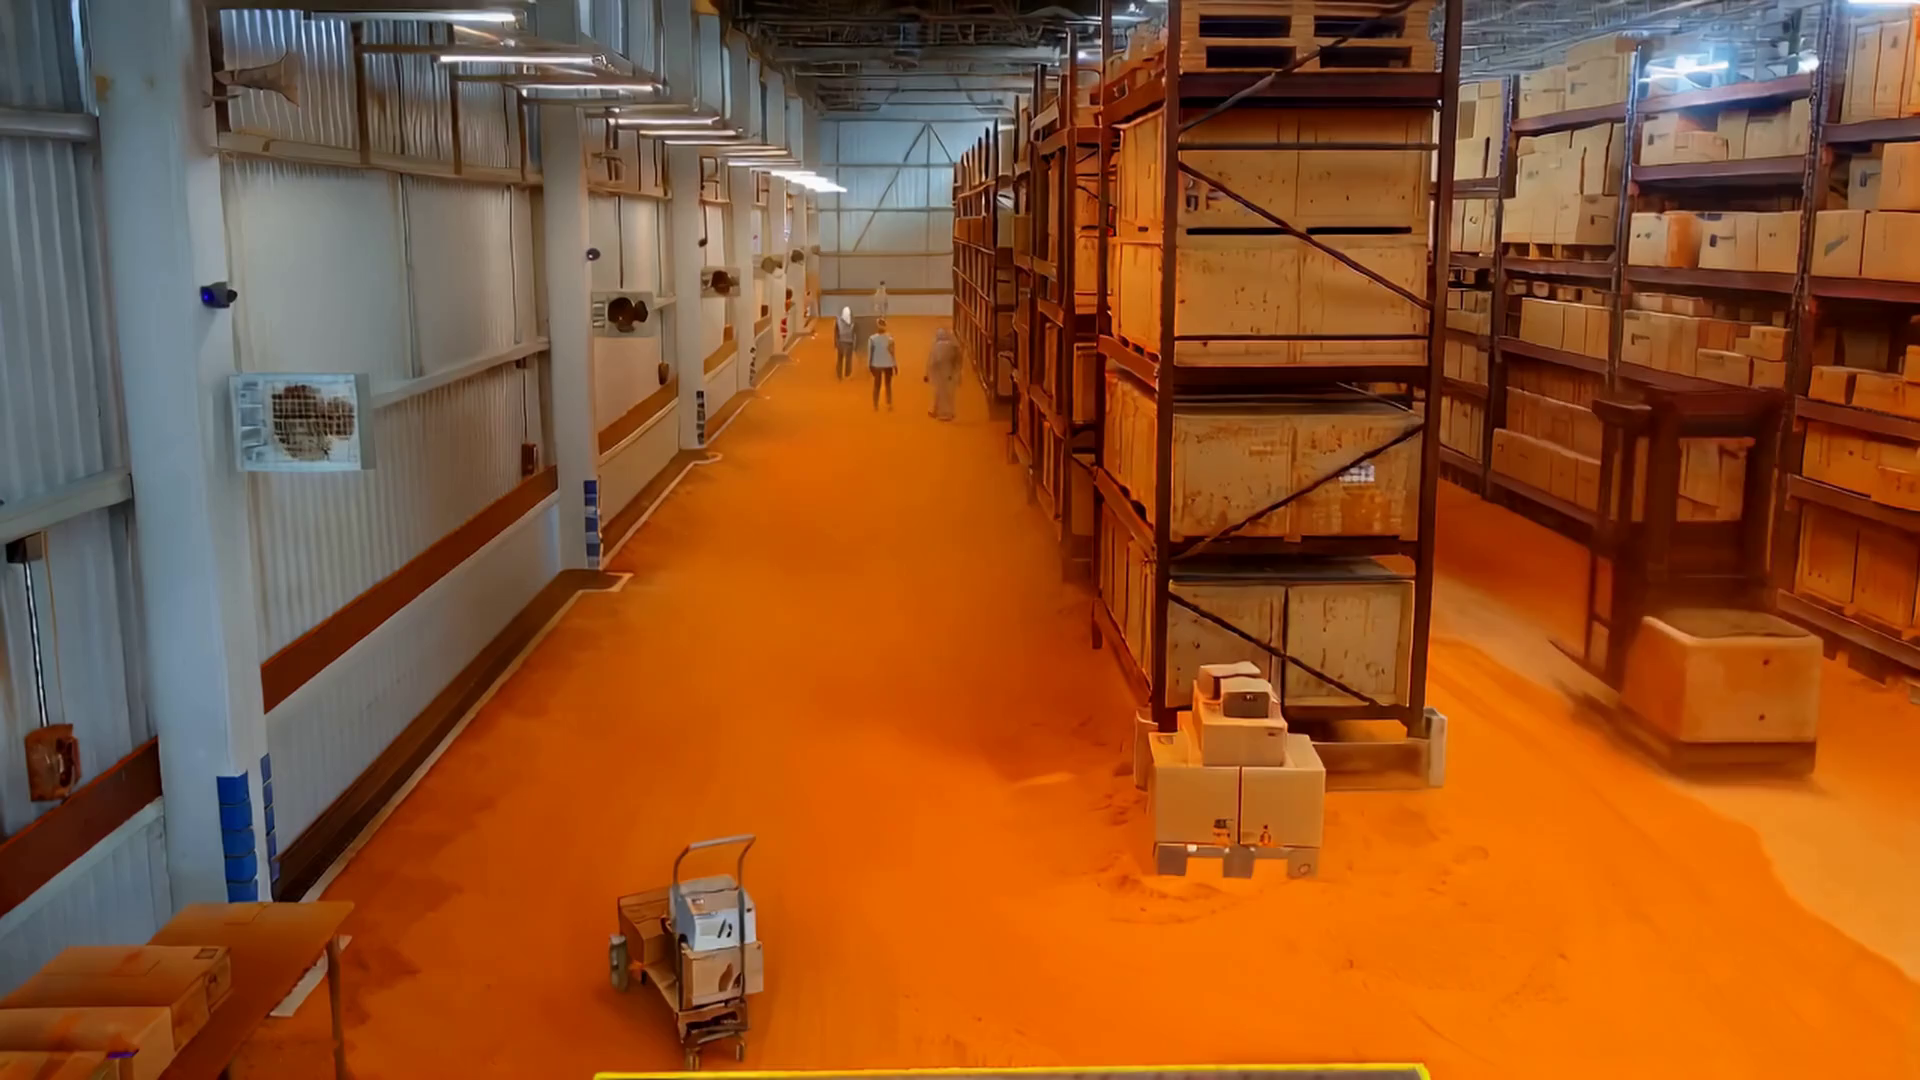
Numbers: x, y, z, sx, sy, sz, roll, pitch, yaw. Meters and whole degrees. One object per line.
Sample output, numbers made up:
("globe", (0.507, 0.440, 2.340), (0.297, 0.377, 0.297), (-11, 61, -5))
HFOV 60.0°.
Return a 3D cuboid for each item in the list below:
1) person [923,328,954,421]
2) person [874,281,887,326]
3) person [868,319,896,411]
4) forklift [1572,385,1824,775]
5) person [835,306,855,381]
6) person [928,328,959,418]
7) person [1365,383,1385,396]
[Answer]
("person", (-0.522, -3.406, 34.171), (0.816, 1.875, 0.660), (9, 14, 40))
("person", (-3.055, -9.139, 64.371), (0.563, 1.742, 0.357), (-6, 13, -30))
("person", (-1.667, -3.757, 35.737), (0.619, 1.986, 0.410), (-4, 11, -18))
("forklift", (5.708, 0.210, 12.757), (1.129, 2.768, 1.873), (0, 11, -2))
("person", (-2.937, -5.016, 42.499), (0.583, 1.908, 0.387), (-9, 14, -38))
("person", (-0.346, -3.472, 34.565), (0.675, 1.853, 0.976), (-1, 11, -3))
("person", (8.203, -3.126, 33.189), (0.893, 1.700, 0.494), (0, 11, 0))
